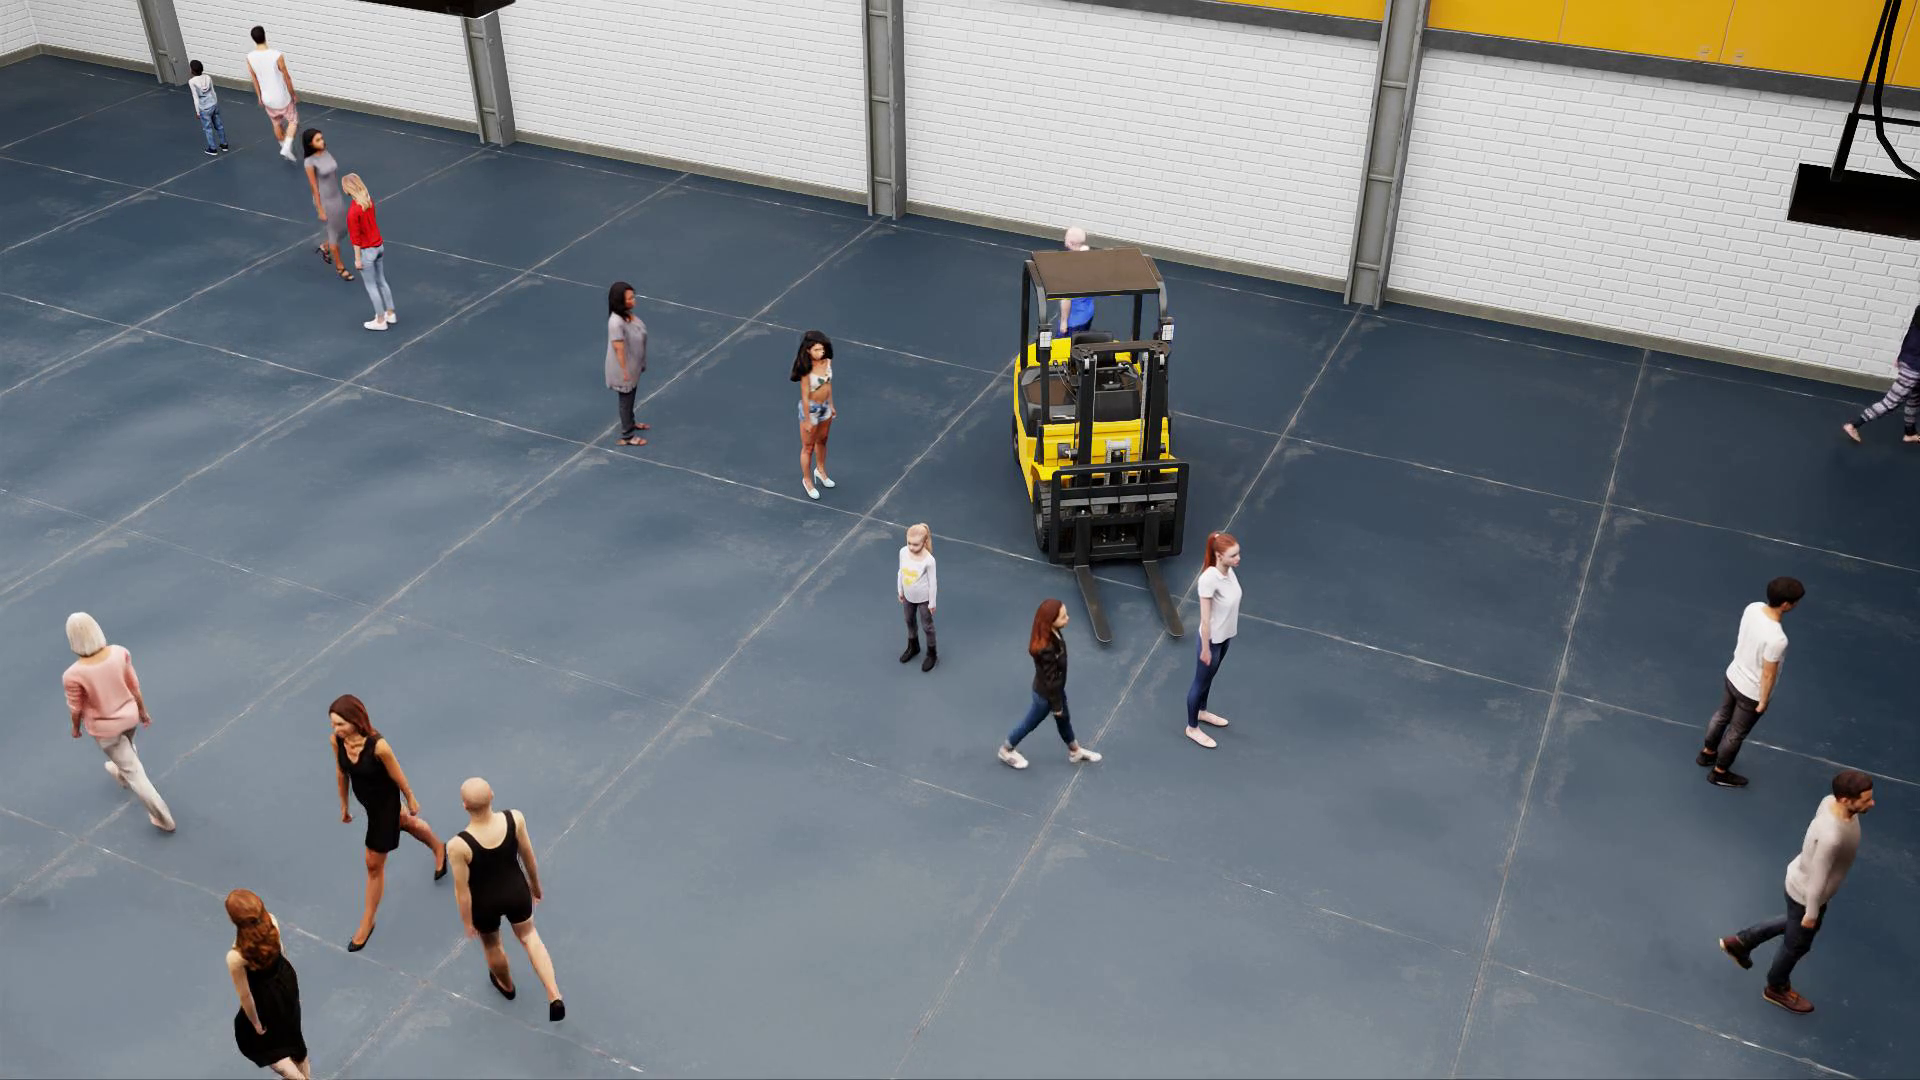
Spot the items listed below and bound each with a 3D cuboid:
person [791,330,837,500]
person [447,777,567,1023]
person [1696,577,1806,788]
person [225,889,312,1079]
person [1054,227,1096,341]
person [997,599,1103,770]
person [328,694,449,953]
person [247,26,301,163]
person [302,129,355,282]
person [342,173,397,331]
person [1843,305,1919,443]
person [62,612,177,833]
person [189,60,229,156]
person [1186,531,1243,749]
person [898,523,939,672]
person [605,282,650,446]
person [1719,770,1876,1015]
[{"bbox_3d":[-1.285,-1.136,14.865,0.628,1.619,0.602,21,39,28],"label":"person"},{"bbox_3d":[-2.658,2.156,9.752,0.914,1.797,1.104,-26,41,-33],"label":"person"},{"bbox_3d":[5.515,0.967,11.612,0.680,1.718,0.692,-1,34,-1],"label":"person"},{"bbox_3d":[-3.788,2.578,9.286,0.662,1.611,0.578,12,35,18],"label":"person"},{"bbox_3d":[1.188,-2.162,16.221,0.910,1.827,0.691,17,37,23],"label":"person"},{"bbox_3d":[0.545,1.041,11.746,1.051,1.446,0.772,5,34,7],"label":"person"},{"bbox_3d":[-3.599,1.654,10.538,1.132,1.763,0.651,13,36,19],"label":"person"},{"bbox_3d":[-8.940,-5.778,21.708,0.933,1.775,0.932,0,34,0],"label":"person"},{"bbox_3d":[-7.166,-3.767,18.684,0.764,1.773,0.619,10,35,15],"label":"person"},{"bbox_3d":[-6.277,-3.065,17.694,0.621,1.700,0.676,5,34,8],"label":"person"},{"bbox_3d":[8.831,-1.636,15.545,1.155,1.700,0.859,4,34,6],"label":"person"},{"bbox_3d":[-5.641,1.272,11.191,1.127,1.676,0.677,19,38,26],"label":"person"},{"bbox_3d":[-10.051,-5.787,22.185,0.542,1.261,0.521,23,40,30],"label":"person"},{"bbox_3d":[1.819,0.691,12.008,0.534,1.739,0.569,17,37,23],"label":"person"},{"bbox_3d":[-0.318,0.420,12.835,0.459,1.274,0.579,20,39,27],"label":"person"},{"bbox_3d":[-3.166,-1.690,15.708,0.805,1.608,0.759,-3,34,-4],"label":"person"},{"bbox_3d":[4.968,2.039,9.877,0.868,1.853,0.713,19,38,26],"label":"person"}]
